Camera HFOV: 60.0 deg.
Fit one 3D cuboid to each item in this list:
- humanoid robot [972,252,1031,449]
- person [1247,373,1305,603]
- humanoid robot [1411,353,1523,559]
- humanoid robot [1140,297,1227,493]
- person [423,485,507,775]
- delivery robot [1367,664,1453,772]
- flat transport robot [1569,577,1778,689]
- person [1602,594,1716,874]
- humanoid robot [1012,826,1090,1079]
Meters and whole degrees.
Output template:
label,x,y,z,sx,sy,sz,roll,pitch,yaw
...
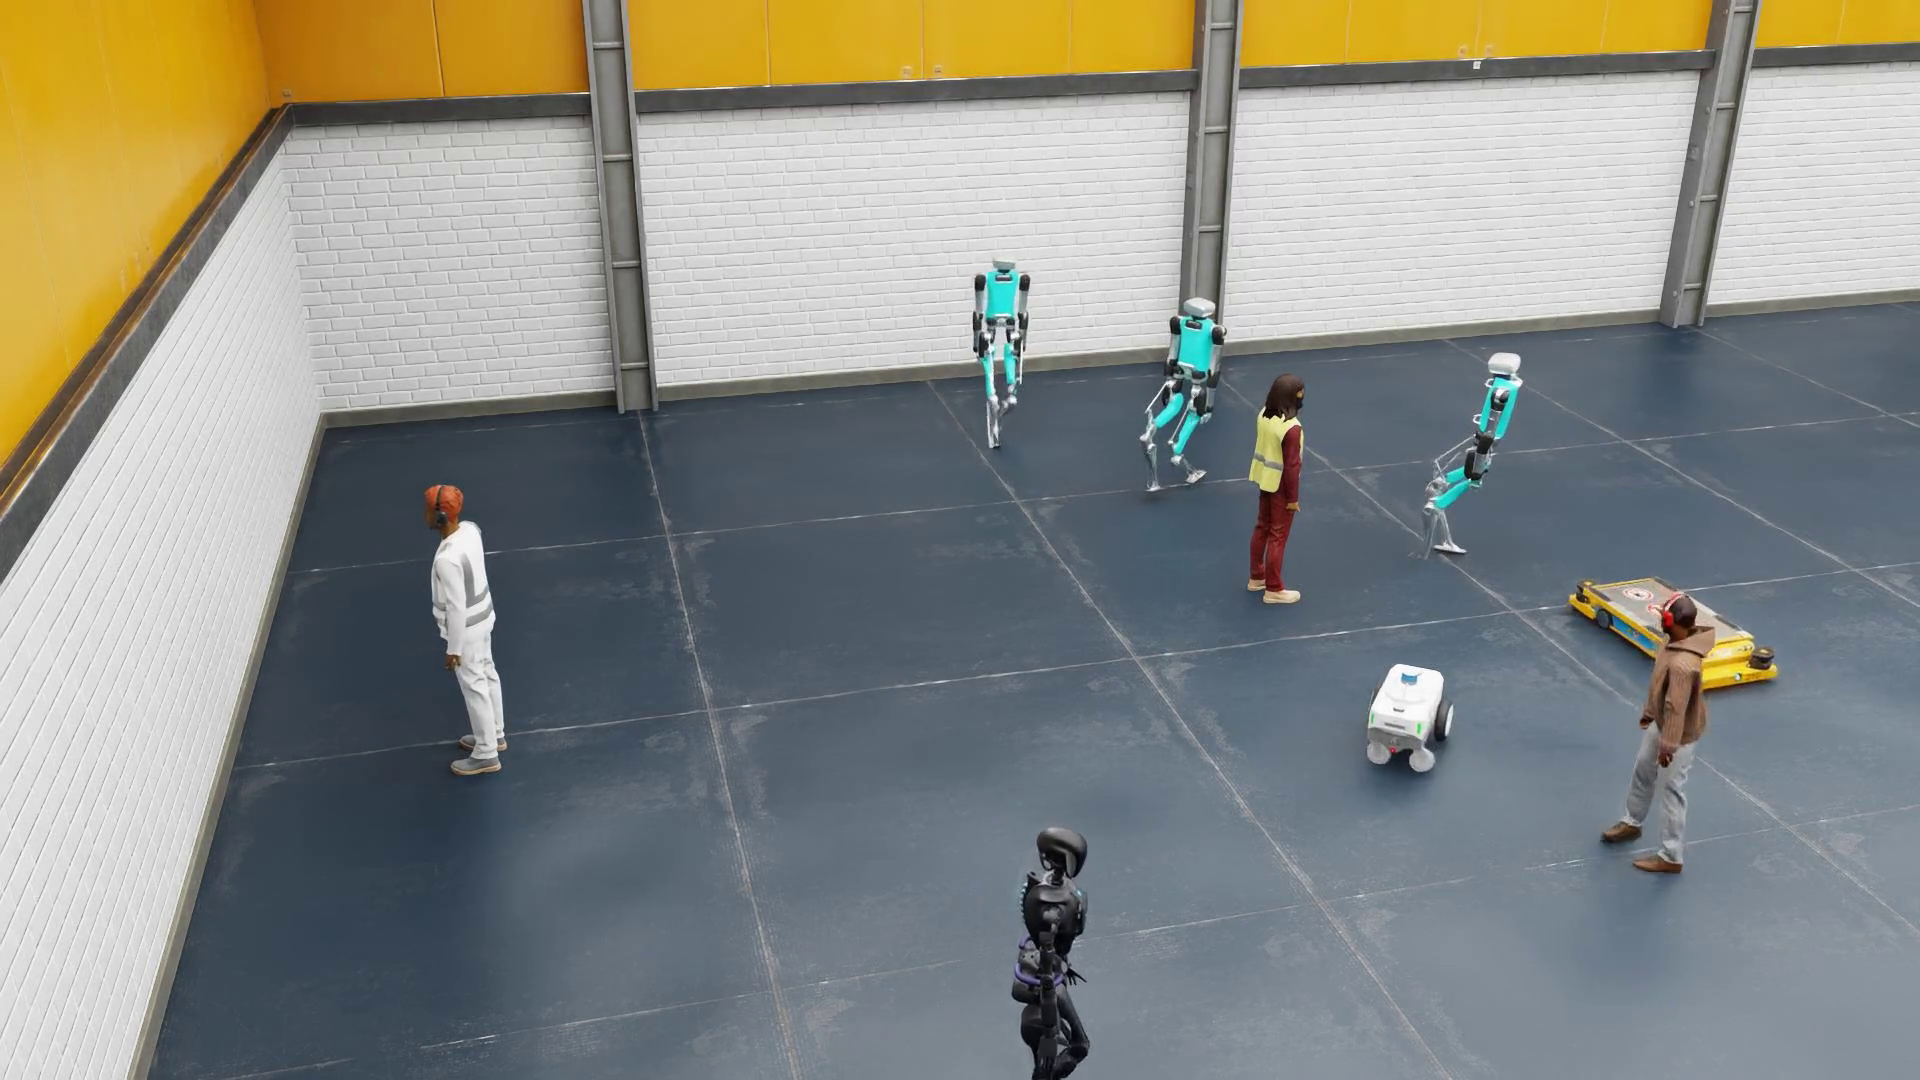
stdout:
label,x,y,z,sx,sy,sz,roll,pitch,yaw
humanoid robot,0.419,-1.687,15.491,0.558,1.863,0.784,-3,24,-7
person,2.355,-0.386,12.374,0.365,1.767,0.478,-8,25,-18
humanoid robot,3.866,-0.592,12.999,0.832,1.864,0.563,11,26,23
humanoid robot,1.847,-1.147,14.194,0.547,1.753,1.035,18,30,36
person,-3.018,0.544,10.125,0.361,1.882,0.573,0,24,0
delivery robot,2.837,1.082,10.534,0.521,0.583,0.755,11,26,23
flat transport robot,5.085,0.635,11.917,0.659,0.231,1.431,-7,25,-15
person,3.917,1.074,9.223,0.424,1.623,0.494,6,24,12
humanoid robot,0.398,1.950,7.184,0.345,1.645,0.610,4,24,8
